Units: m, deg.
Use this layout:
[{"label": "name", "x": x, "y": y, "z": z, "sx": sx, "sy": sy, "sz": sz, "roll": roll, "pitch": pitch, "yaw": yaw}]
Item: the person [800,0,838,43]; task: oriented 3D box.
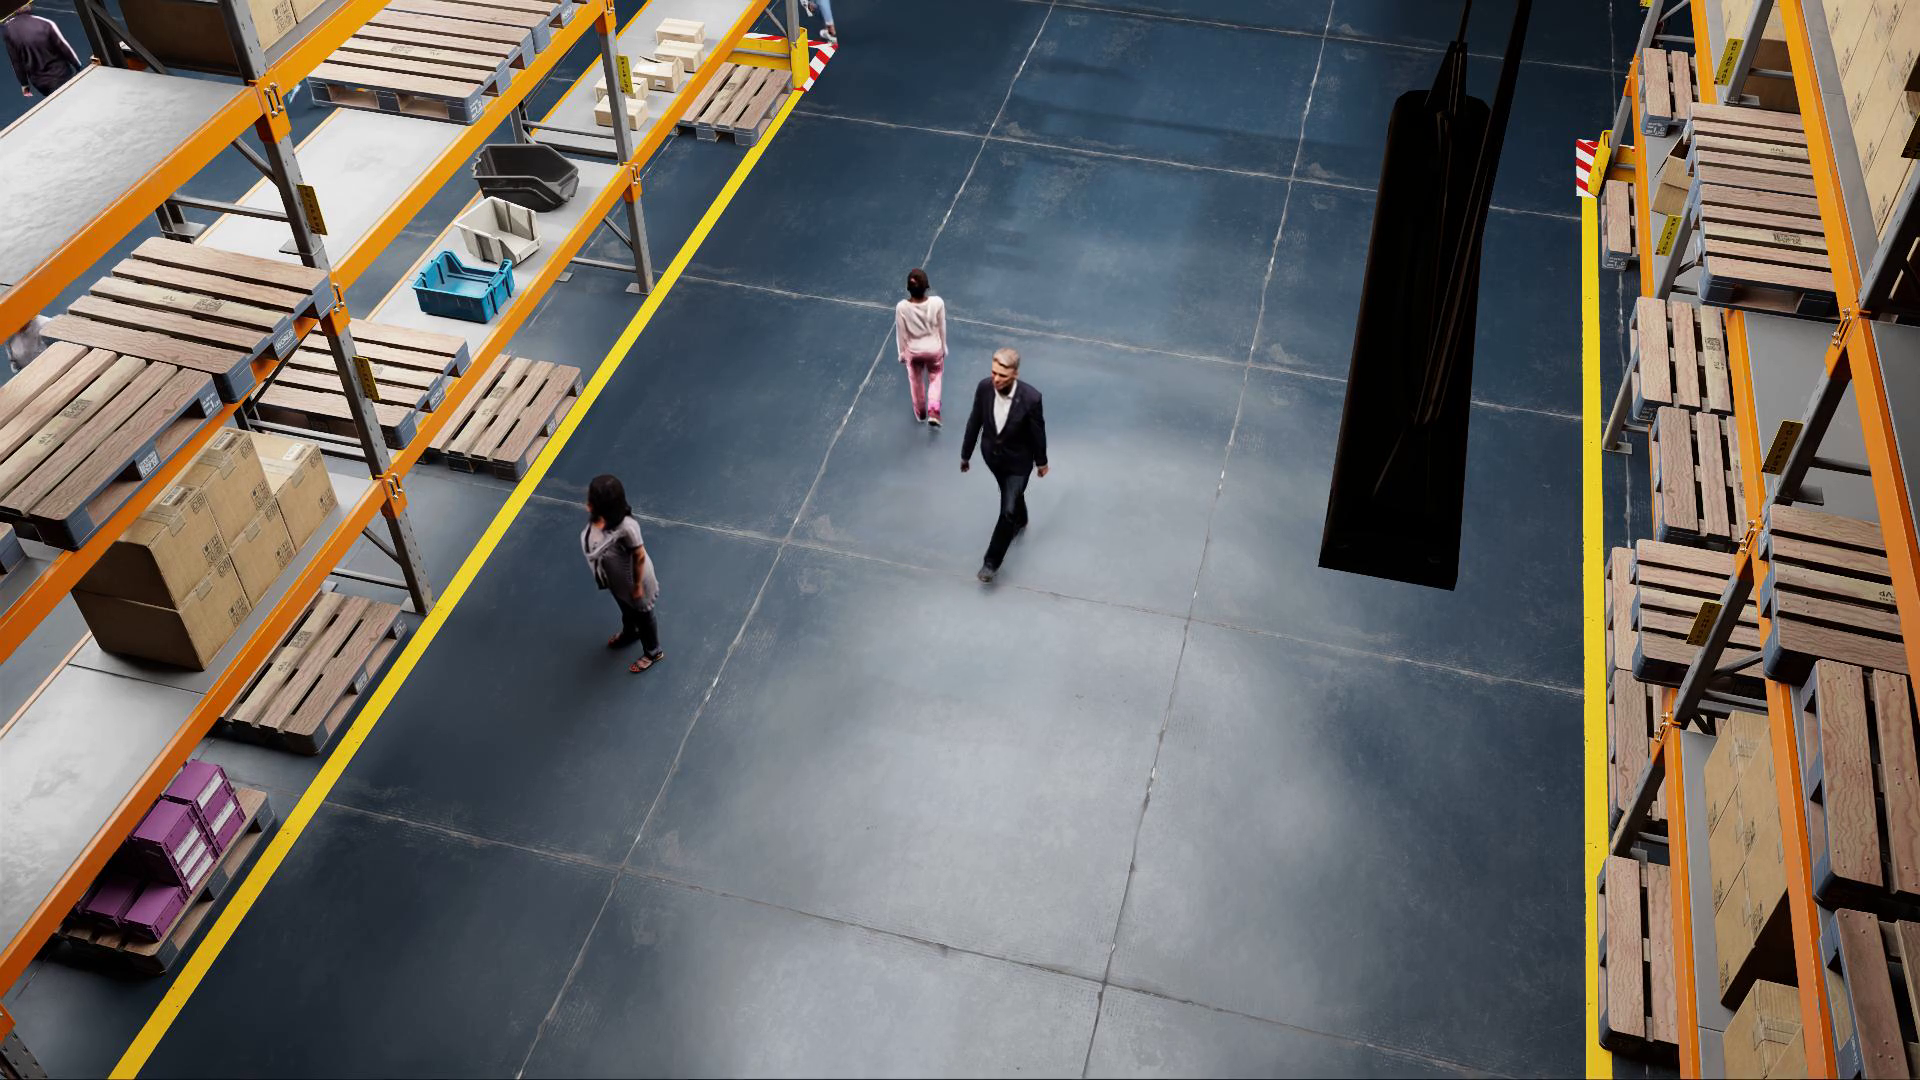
[{"label": "person", "x": -1.447, "y": -6.005, "z": 17.405, "sx": 1.083, "sy": 1.587, "sz": 1.042, "roll": -31, "pitch": 51, "yaw": -28}]

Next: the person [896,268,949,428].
[{"label": "person", "x": -0.270, "y": -1.437, "z": 12.718, "sx": 0.685, "sy": 1.438, "sz": 0.819, "roll": -2, "pitch": 44, "yaw": -3}]

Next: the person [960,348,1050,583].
[{"label": "person", "x": 0.381, "y": -0.648, "z": 11.641, "sx": 0.938, "sy": 1.780, "sz": 1.191, "roll": 23, "pitch": 48, "yaw": 22}]

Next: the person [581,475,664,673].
[{"label": "person", "x": -2.198, "y": 0.179, "z": 10.897, "sx": 0.829, "sy": 1.610, "sz": 0.776, "roll": -27, "pitch": 50, "yaw": -26}]

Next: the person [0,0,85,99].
[{"label": "person", "x": -8.336, "y": -4.094, "z": 15.259, "sx": 0.858, "sy": 1.780, "sz": 1.323, "roll": 3, "pitch": 44, "yaw": 3}]
